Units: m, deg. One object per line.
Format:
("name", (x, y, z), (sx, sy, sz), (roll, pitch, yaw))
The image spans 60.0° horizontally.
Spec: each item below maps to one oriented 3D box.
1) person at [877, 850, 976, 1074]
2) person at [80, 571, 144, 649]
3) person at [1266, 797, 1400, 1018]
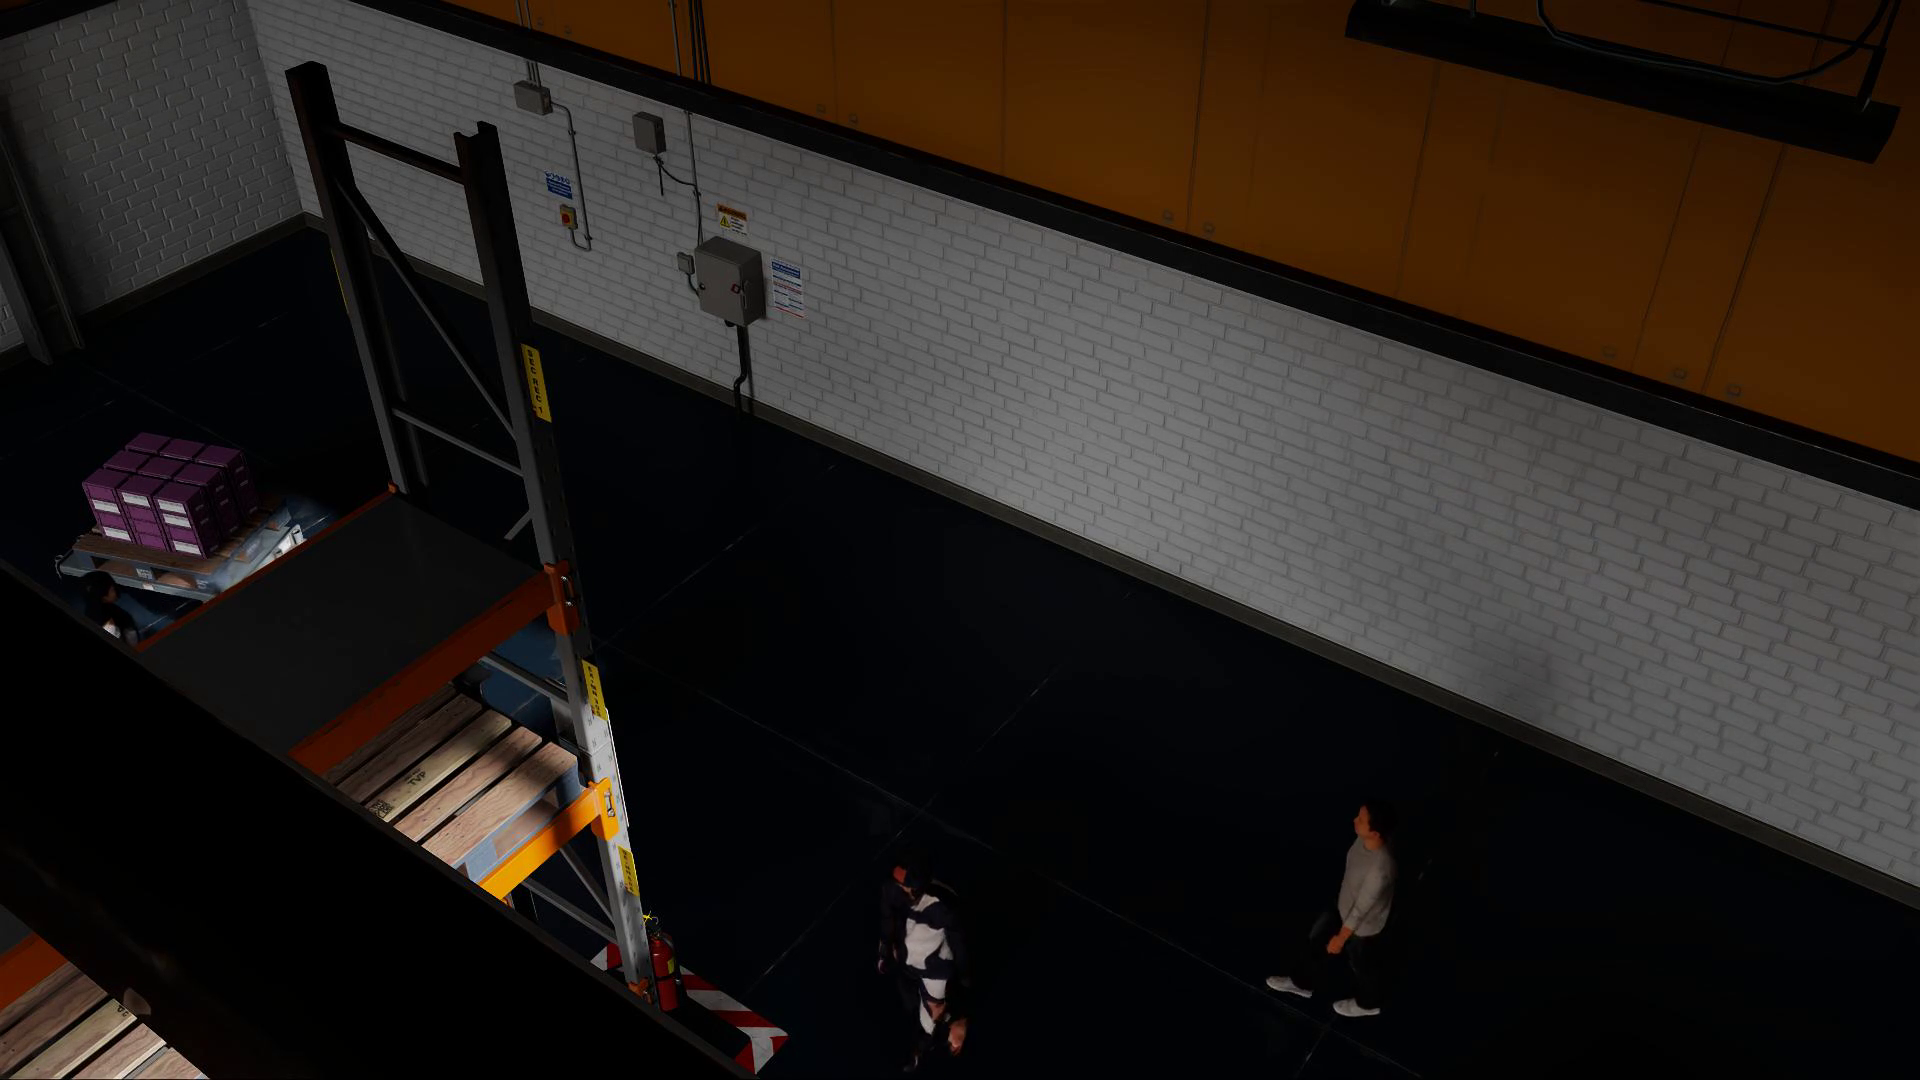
("person", (-0.148, 2.251, 9.240), (0.671, 1.865, 0.737), (23, 44, 26))
("person", (-5.467, 0.911, 10.994), (0.724, 1.770, 0.723), (-26, 46, -29))
("person", (2.374, 2.133, 9.446), (0.988, 1.791, 0.980), (0, 39, 0))
